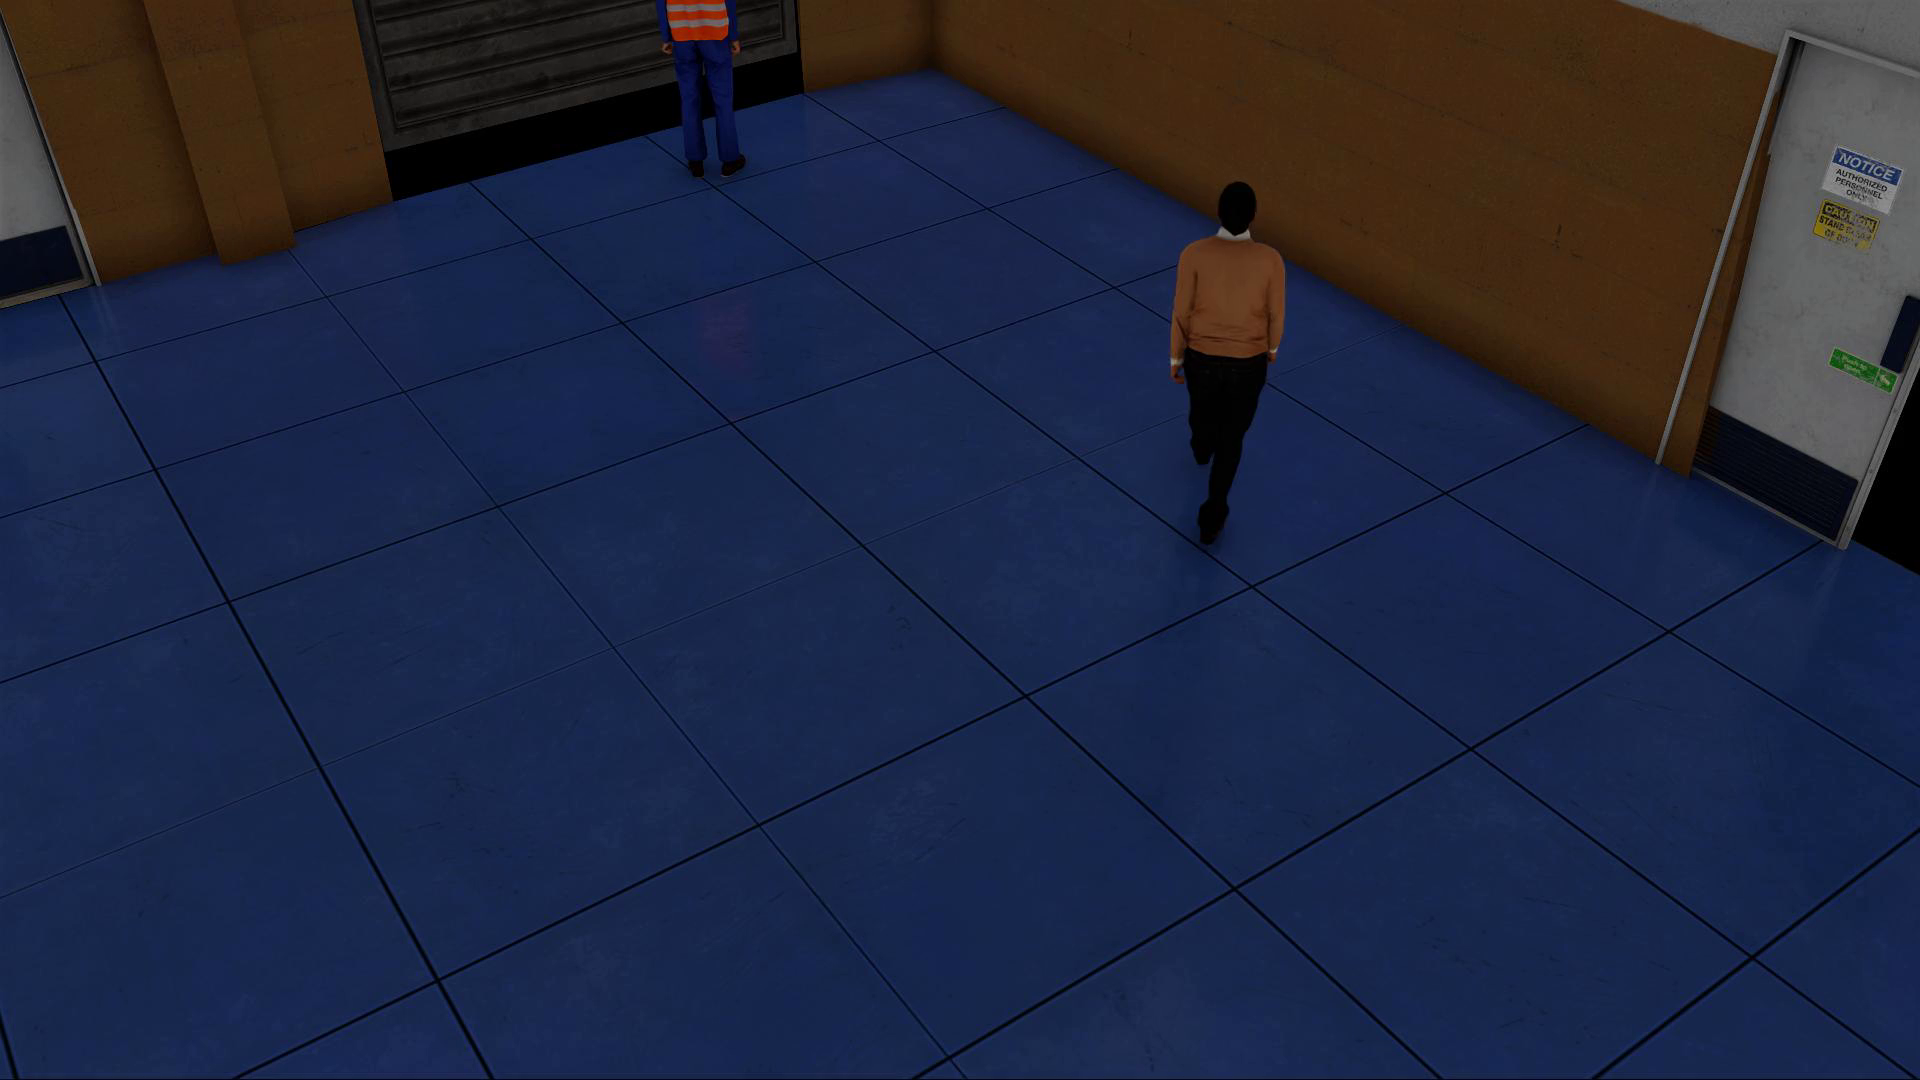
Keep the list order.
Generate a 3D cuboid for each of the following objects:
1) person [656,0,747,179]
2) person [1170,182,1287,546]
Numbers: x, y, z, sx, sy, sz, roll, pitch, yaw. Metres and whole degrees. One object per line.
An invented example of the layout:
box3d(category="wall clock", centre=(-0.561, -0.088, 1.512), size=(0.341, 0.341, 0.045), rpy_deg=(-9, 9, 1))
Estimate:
box3d(category="person", centre=(-1.716, -3.304, 10.996), size=(0.752, 1.864, 0.843), rpy_deg=(1, 37, 1))
box3d(category="person", centre=(1.227, -0.778, 7.764), size=(1.127, 1.704, 1.255), rpy_deg=(10, 38, 13))
